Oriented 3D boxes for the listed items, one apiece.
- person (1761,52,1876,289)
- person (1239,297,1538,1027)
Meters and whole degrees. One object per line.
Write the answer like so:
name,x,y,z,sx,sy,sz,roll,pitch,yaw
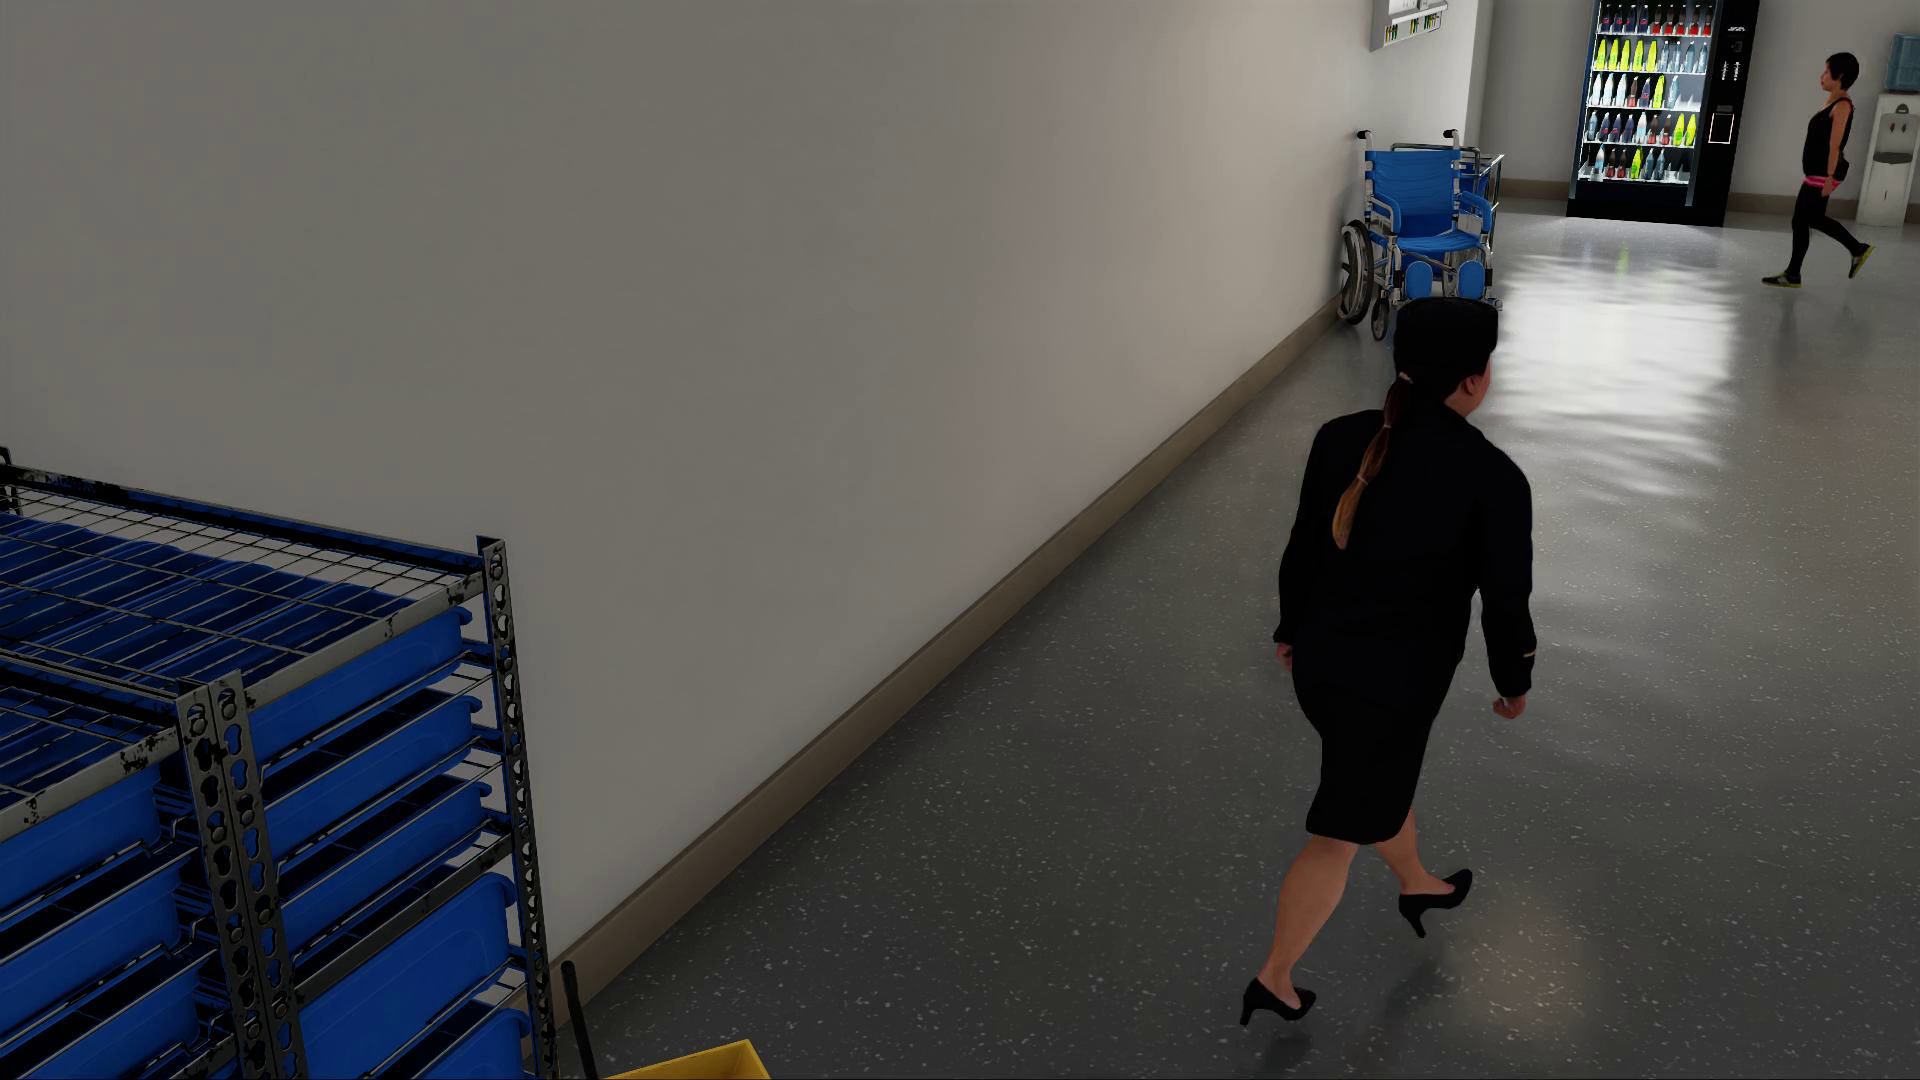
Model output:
person,5.809,-2.429,11.043,0.889,1.537,0.568,8,22,19
person,0.857,0.341,3.613,1.068,1.619,1.131,-15,25,-35
